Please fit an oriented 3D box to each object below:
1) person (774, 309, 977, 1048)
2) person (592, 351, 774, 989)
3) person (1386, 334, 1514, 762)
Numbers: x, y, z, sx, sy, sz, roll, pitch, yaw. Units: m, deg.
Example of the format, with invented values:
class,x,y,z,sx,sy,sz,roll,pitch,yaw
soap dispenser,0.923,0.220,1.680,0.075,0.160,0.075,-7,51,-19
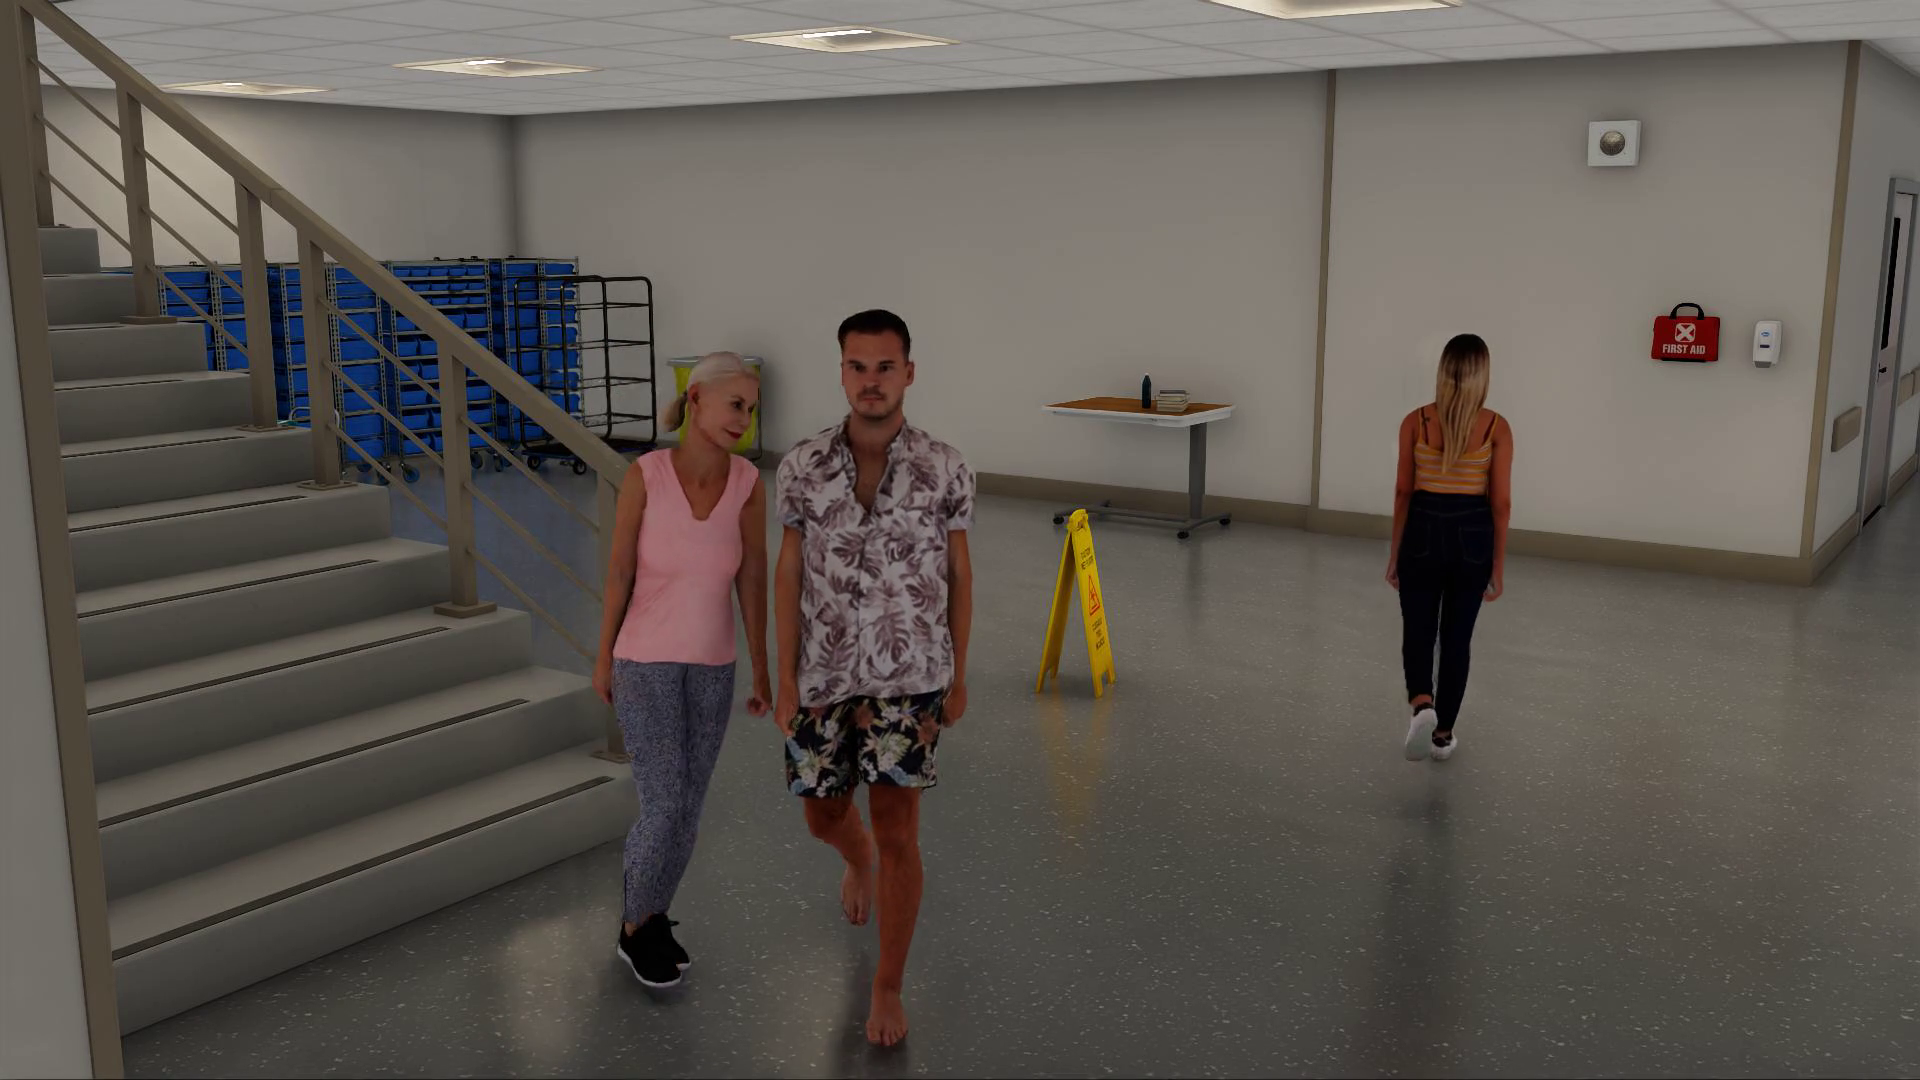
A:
class,x,y,z,sx,sy,sz,roll,pitch,yaw
person,-0.235,0.315,4.329,1.101,1.793,1.033,1,11,6
person,-0.795,0.351,4.439,0.721,1.681,0.776,-4,11,-18
person,1.778,0.072,6.095,0.914,1.612,0.802,4,11,19
